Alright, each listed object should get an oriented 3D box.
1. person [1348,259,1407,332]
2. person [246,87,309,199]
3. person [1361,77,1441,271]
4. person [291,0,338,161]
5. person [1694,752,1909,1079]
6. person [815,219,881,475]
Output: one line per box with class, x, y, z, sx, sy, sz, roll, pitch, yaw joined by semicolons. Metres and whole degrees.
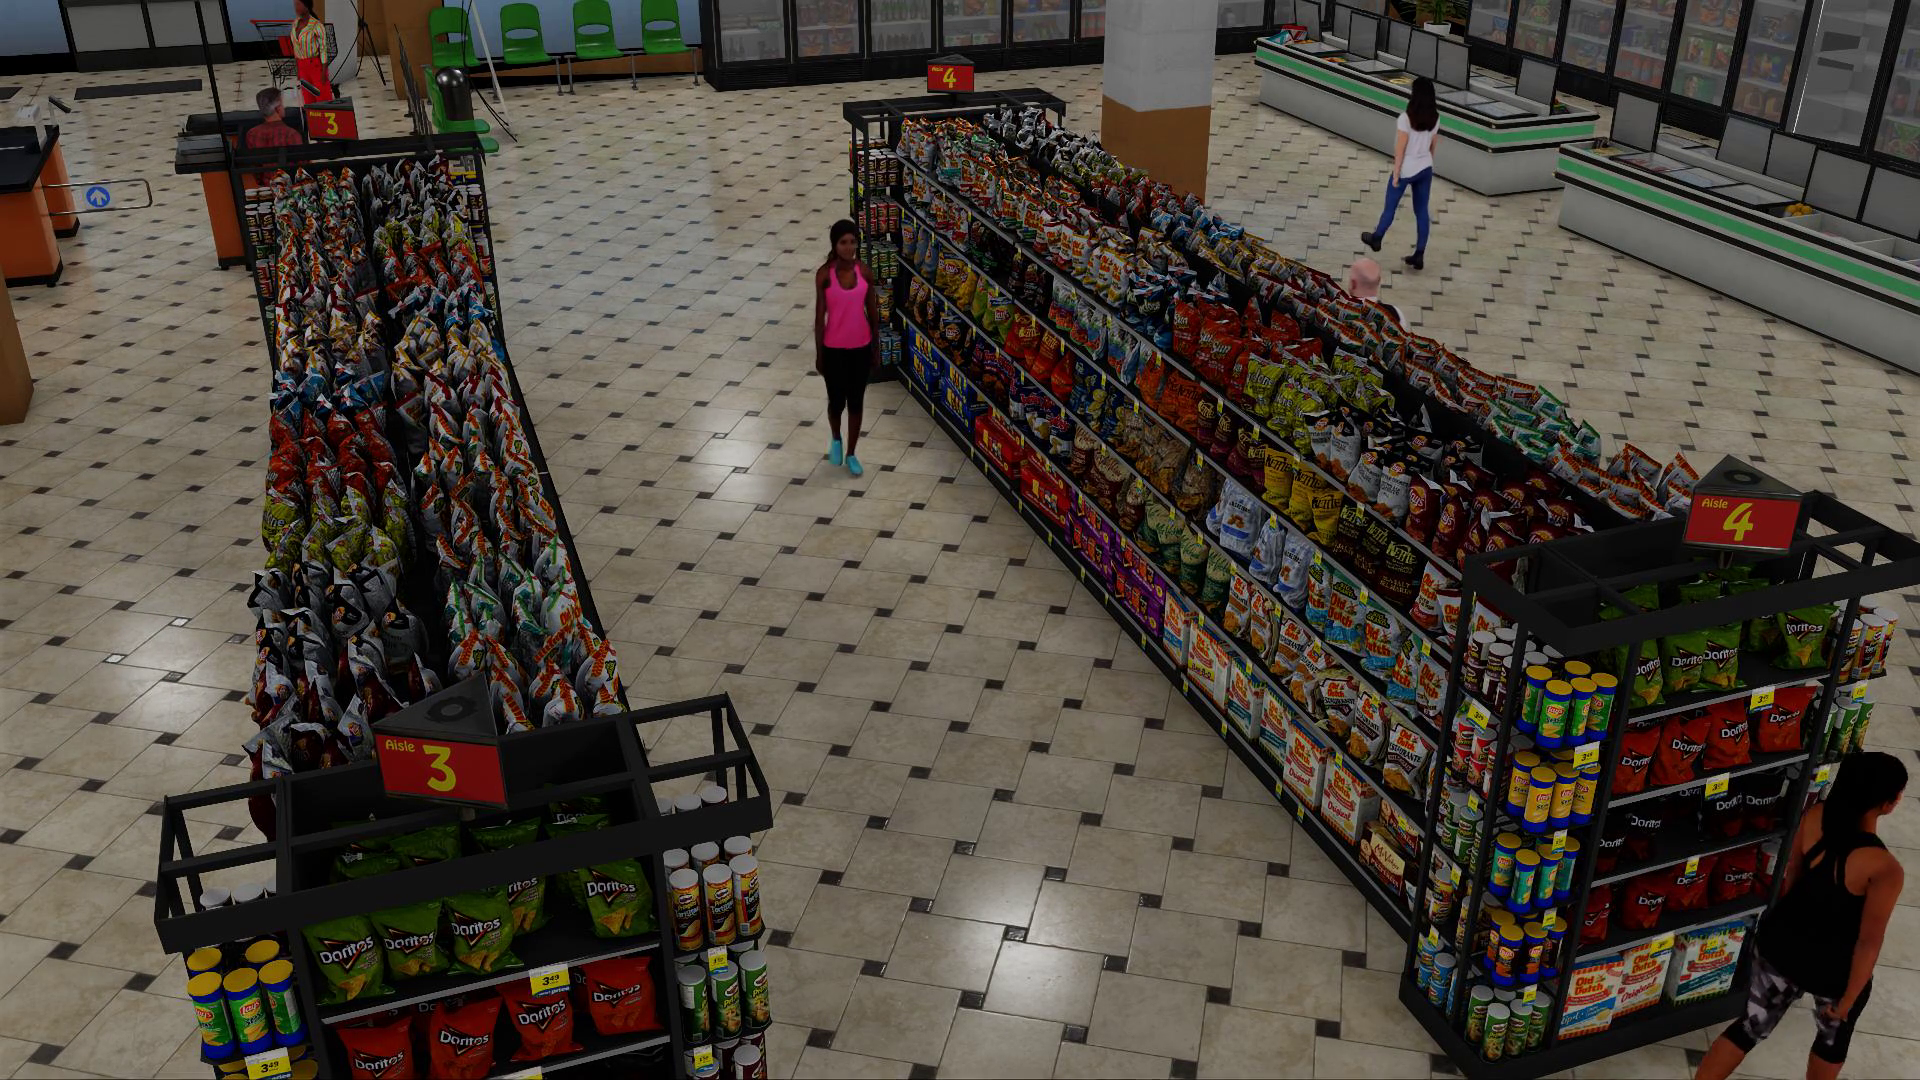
person;2.303;-0.760;9.732;0.687;1.826;0.590;-11;29;-20
person;-5.567;-2.820;13.790;0.756;1.831;0.772;8;28;15
person;4.055;-3.191;14.720;0.628;1.652;0.996;-9;28;-18
person;-7.125;-5.113;18.353;0.679;1.793;0.723;10;28;18
person;2.827;1.422;5.637;0.706;1.639;0.985;-13;29;-23
person;-0.765;-1.273;10.866;0.570;1.716;0.589;-8;28;-16
